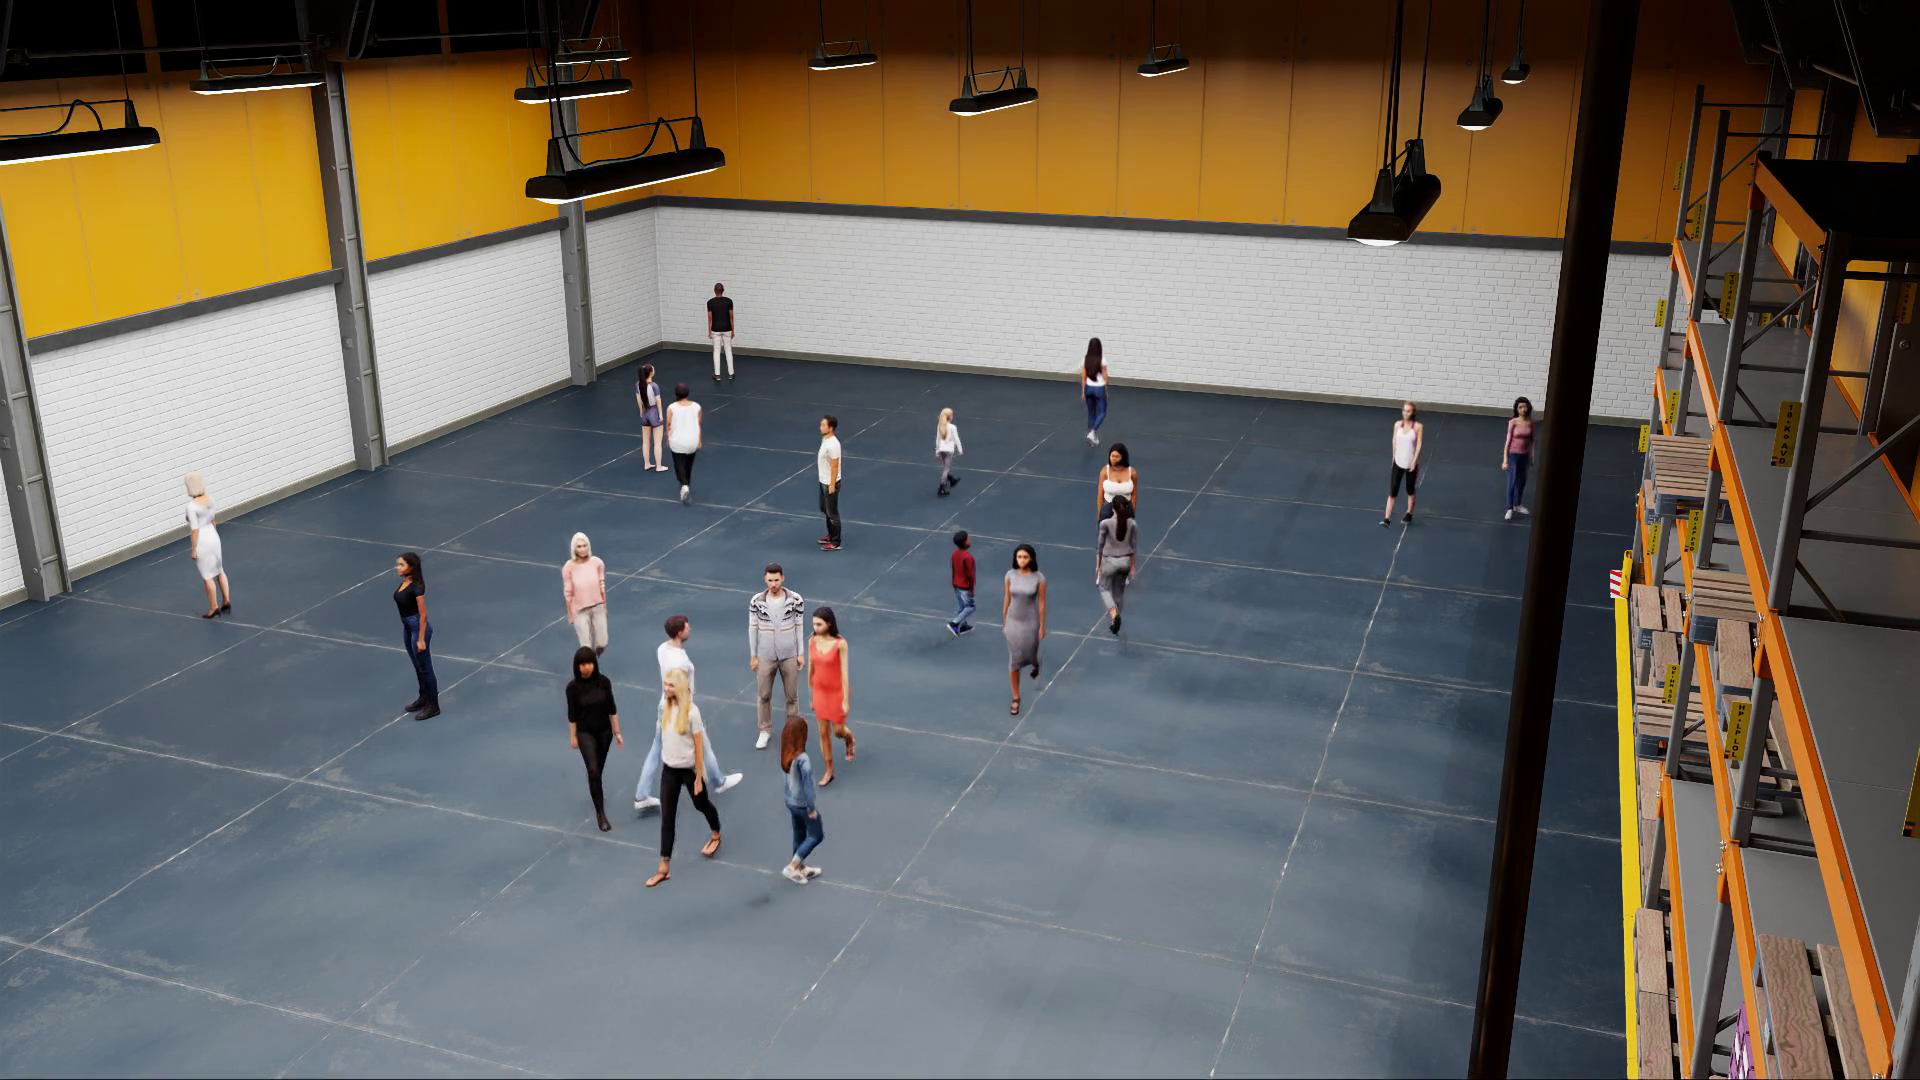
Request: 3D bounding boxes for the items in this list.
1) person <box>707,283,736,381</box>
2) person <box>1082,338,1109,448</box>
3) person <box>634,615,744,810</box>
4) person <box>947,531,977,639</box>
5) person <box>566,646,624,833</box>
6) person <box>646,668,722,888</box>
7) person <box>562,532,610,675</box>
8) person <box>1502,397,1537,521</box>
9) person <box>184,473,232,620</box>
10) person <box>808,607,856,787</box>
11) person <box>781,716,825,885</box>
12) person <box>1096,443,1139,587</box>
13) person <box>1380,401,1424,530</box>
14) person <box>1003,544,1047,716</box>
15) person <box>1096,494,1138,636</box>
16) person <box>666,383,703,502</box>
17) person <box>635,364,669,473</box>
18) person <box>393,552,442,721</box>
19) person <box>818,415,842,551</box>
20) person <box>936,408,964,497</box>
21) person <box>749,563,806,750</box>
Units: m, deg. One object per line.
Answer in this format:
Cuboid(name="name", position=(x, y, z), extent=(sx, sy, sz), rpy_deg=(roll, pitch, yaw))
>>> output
Cuboid(name="person", position=(-4.444, -3.894, 30.980), extent=(0.758, 1.805, 0.796), rpy_deg=(-6, 19, -17))
Cuboid(name="person", position=(2.116, -2.306, 26.327), extent=(0.646, 1.765, 0.788), rpy_deg=(9, 21, 25))
Cuboid(name="person", position=(-2.600, 1.575, 14.760), extent=(1.342, 1.793, 1.114), rpy_deg=(-13, 23, -35))
Cuboid(name="person", position=(-0.002, 0.514, 18.771), extent=(0.754, 1.244, 0.678), rpy_deg=(-12, 22, -32))
Cuboid(name="person", position=(-3.251, 1.684, 14.725), extent=(1.053, 1.608, 1.054), rpy_deg=(-10, 21, -28))
Cuboid(name="person", position=(-2.219, 1.905, 13.805), extent=(0.750, 1.777, 1.198), rpy_deg=(10, 21, 28))
Cuboid(name="person", position=(-3.930, 0.712, 17.445), extent=(0.741, 1.714, 0.805), rpy_deg=(-10, 21, -27))
Cuboid(name="person", position=(7.718, -1.142, 22.935), extent=(0.826, 1.723, 0.832), rpy_deg=(-6, 20, -18))
Cuboid(name="person", position=(-8.762, 0.057, 19.336), extent=(0.639, 1.749, 0.463), rpy_deg=(5, 19, 14))
Cuboid(name="person", position=(-1.166, 1.411, 15.387), extent=(0.600, 1.704, 0.851), rpy_deg=(7, 20, 20))
Cuboid(name="person", position=(-1.351, 2.148, 13.559), extent=(0.771, 1.474, 0.720), rpy_deg=(-12, 22, -32))
Cuboid(name="person", position=(1.915, -0.321, 20.367), extent=(0.706, 1.808, 0.697), rpy_deg=(1, 19, 2))
Cuboid(name="person", position=(6.089, -1.009, 22.521), extent=(0.840, 1.736, 1.222), rpy_deg=(13, 23, 34))
Cuboid(name="person", position=(0.661, 0.868, 16.905), extent=(0.666, 1.764, 0.971), rpy_deg=(4, 19, 12))
Cuboid(name="person", position=(1.764, 0.322, 18.684), extent=(0.839, 1.664, 0.929), rpy_deg=(-4, 19, -12))
Cuboid(name="person", position=(-3.953, -1.394, 23.773), extent=(1.065, 1.668, 1.128), rpy_deg=(-9, 21, -26))
Cuboid(name="person", position=(-4.675, -1.854, 25.166), extent=(0.621, 1.651, 0.567), rpy_deg=(10, 21, 27))
Cuboid(name="person", position=(-5.460, 0.942, 16.726), extent=(0.682, 1.737, 0.656), rpy_deg=(-14, 23, -35))
Cuboid(name="person", position=(-1.681, -0.774, 21.718), extent=(0.821, 1.803, 0.734), rpy_deg=(-5, 19, -15))
Cuboid(name="person", position=(-0.225, -1.248, 23.992), extent=(0.689, 1.251, 0.934), rpy_deg=(15, 24, 37))
Cuboid(name="person", position=(-1.765, 1.091, 16.089), extent=(0.768, 1.861, 0.742), rpy_deg=(-2, 19, -7))
